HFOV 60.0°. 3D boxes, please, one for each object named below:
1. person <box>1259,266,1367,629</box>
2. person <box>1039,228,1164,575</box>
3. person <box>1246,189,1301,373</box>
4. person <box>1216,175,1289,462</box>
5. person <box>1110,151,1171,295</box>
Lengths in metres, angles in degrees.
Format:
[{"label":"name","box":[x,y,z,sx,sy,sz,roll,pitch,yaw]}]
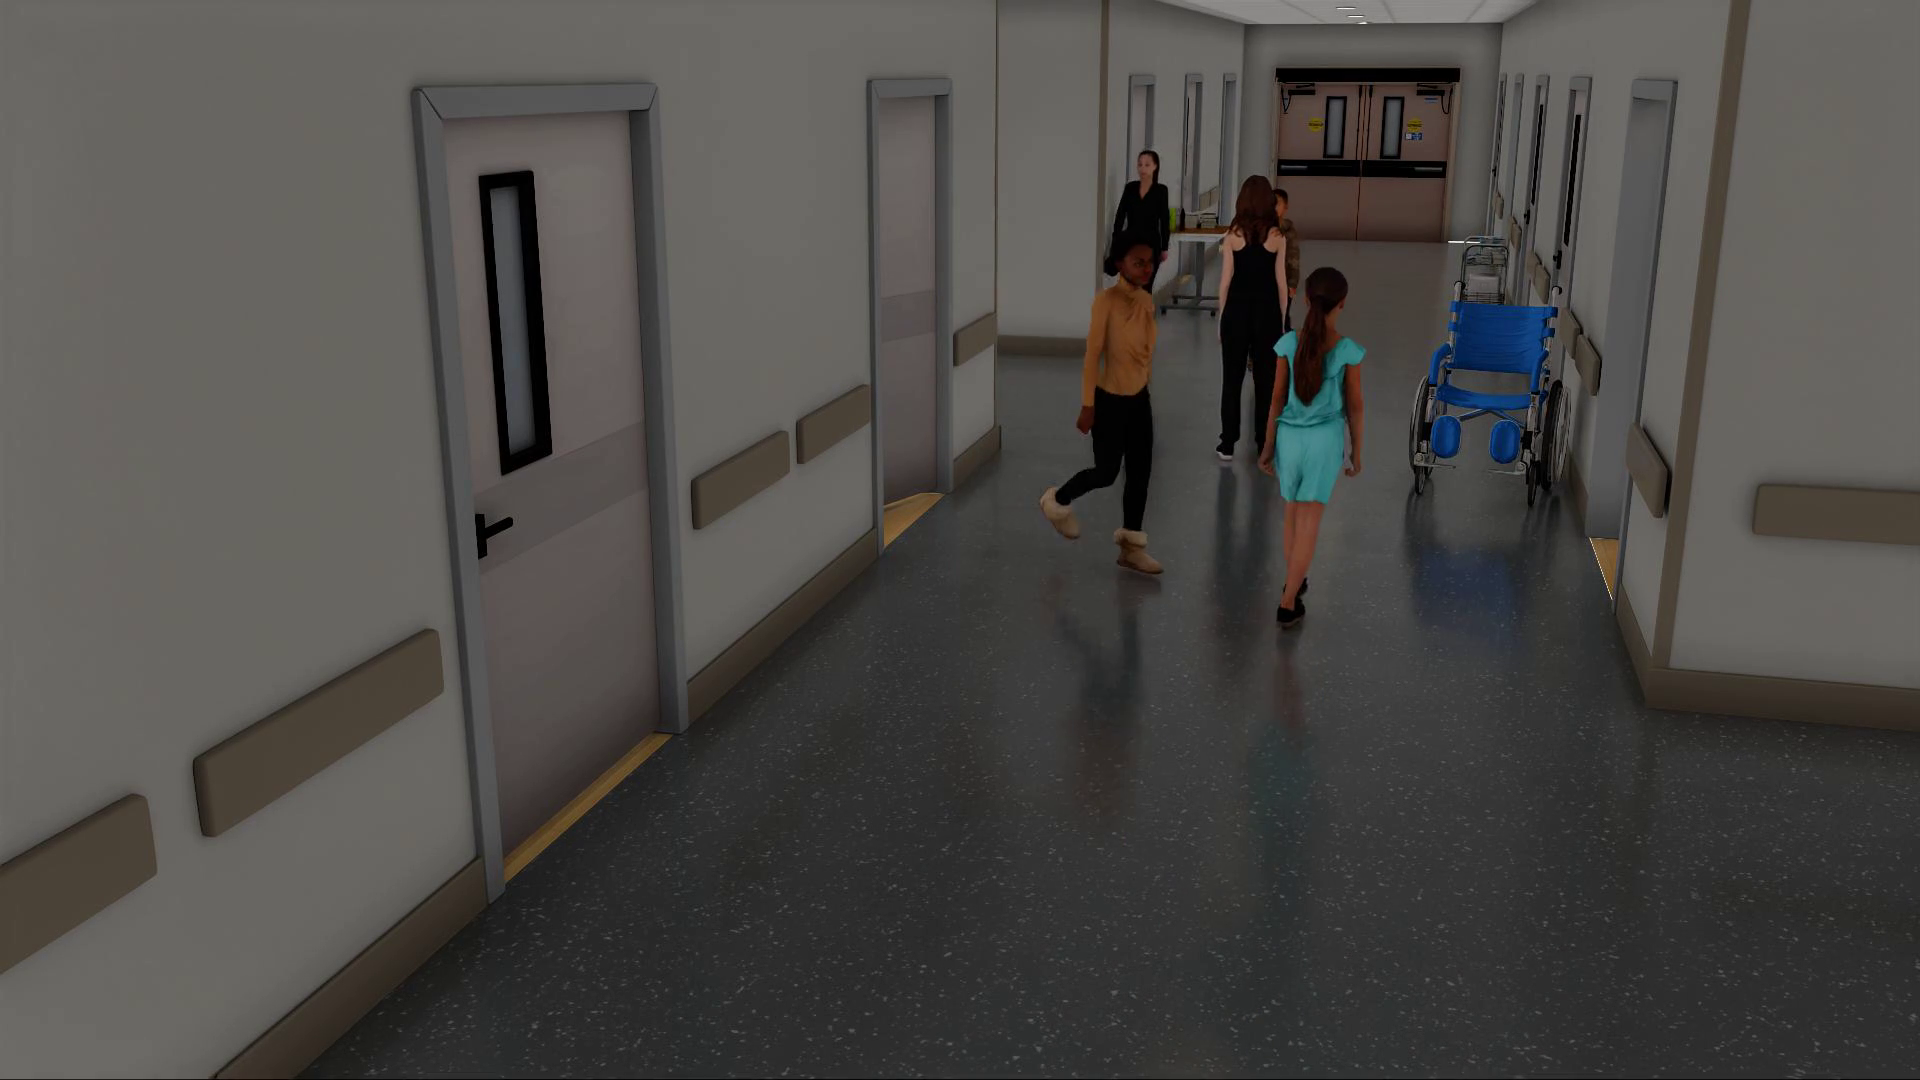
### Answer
[{"label":"person","box":[1.474,-0.372,7.117,0.653,1.537,0.802,8,18,26]},{"label":"person","box":[0.703,-0.659,7.955,1.000,1.634,1.015,14,21,41]},{"label":"person","box":[2.530,-2.055,13.300,0.685,1.421,0.973,7,17,23]},{"label":"person","box":[1.790,-1.359,10.235,0.589,1.744,0.533,2,16,8]},{"label":"person","box":[1.577,-2.448,14.253,0.727,1.661,1.077,7,17,25]}]
